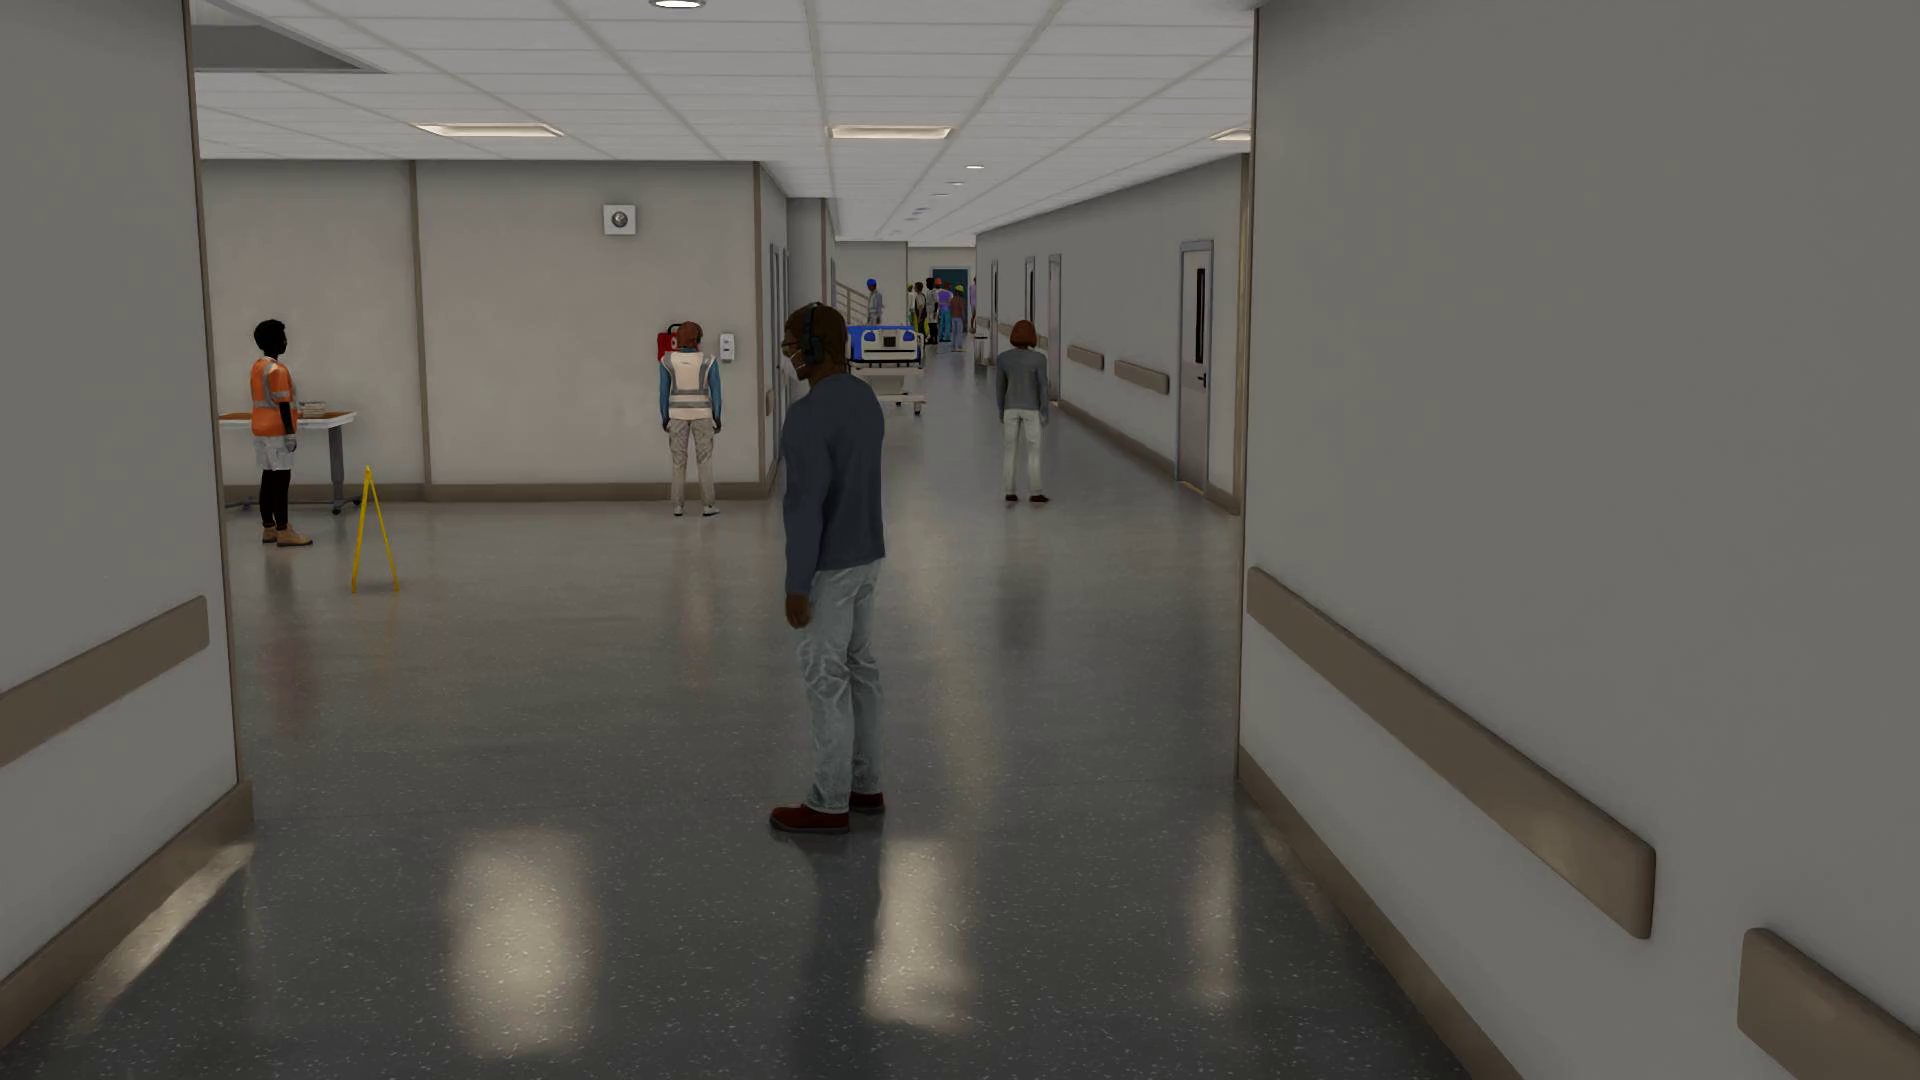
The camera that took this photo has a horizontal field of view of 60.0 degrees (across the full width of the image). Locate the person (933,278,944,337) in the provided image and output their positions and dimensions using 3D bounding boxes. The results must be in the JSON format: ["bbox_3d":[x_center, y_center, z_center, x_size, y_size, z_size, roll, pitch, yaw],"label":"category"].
[{"bbox_3d":[-0.720,-7.600,54.444,0.539,1.929,0.385,-4,10,-21],"label":"person"}]

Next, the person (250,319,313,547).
[{"bbox_3d":[-5.108,-0.796,12.434,0.318,1.697,0.535,-8,12,-43],"label":"person"}]

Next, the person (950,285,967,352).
[{"bbox_3d":[-0.040,-5.838,43.904,0.327,1.760,0.523,-8,12,-40],"label":"person"}]

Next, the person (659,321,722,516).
[{"bbox_3d":[-2.258,-1.012,13.967,0.522,1.639,0.305,0,9,1],"label":"person"}]

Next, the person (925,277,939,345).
[{"bbox_3d":[-0.825,-6.598,48.016,0.362,1.963,0.614,-4,10,-25],"label":"person"}]

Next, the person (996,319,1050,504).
[{"bbox_3d":[0.559,-1.133,14.750,0.507,1.632,0.266,4,10,25],"label":"person"}]

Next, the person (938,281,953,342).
[{"bbox_3d":[-0.439,-6.932,50.536,0.568,1.839,0.387,7,12,39],"label":"person"}]

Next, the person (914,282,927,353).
[{"bbox_3d":[-1.048,-5.810,43.436,0.350,1.847,0.506,1,9,6],"label":"person"}]

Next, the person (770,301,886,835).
[{"bbox_3d":[-0.472,0.105,6.056,0.379,1.932,0.630,3,10,20],"label":"person"}]

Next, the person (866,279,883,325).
[{"bbox_3d":[-2.184,-5.706,42.516,0.445,1.933,0.632,-4,10,-24],"label":"person"}]
